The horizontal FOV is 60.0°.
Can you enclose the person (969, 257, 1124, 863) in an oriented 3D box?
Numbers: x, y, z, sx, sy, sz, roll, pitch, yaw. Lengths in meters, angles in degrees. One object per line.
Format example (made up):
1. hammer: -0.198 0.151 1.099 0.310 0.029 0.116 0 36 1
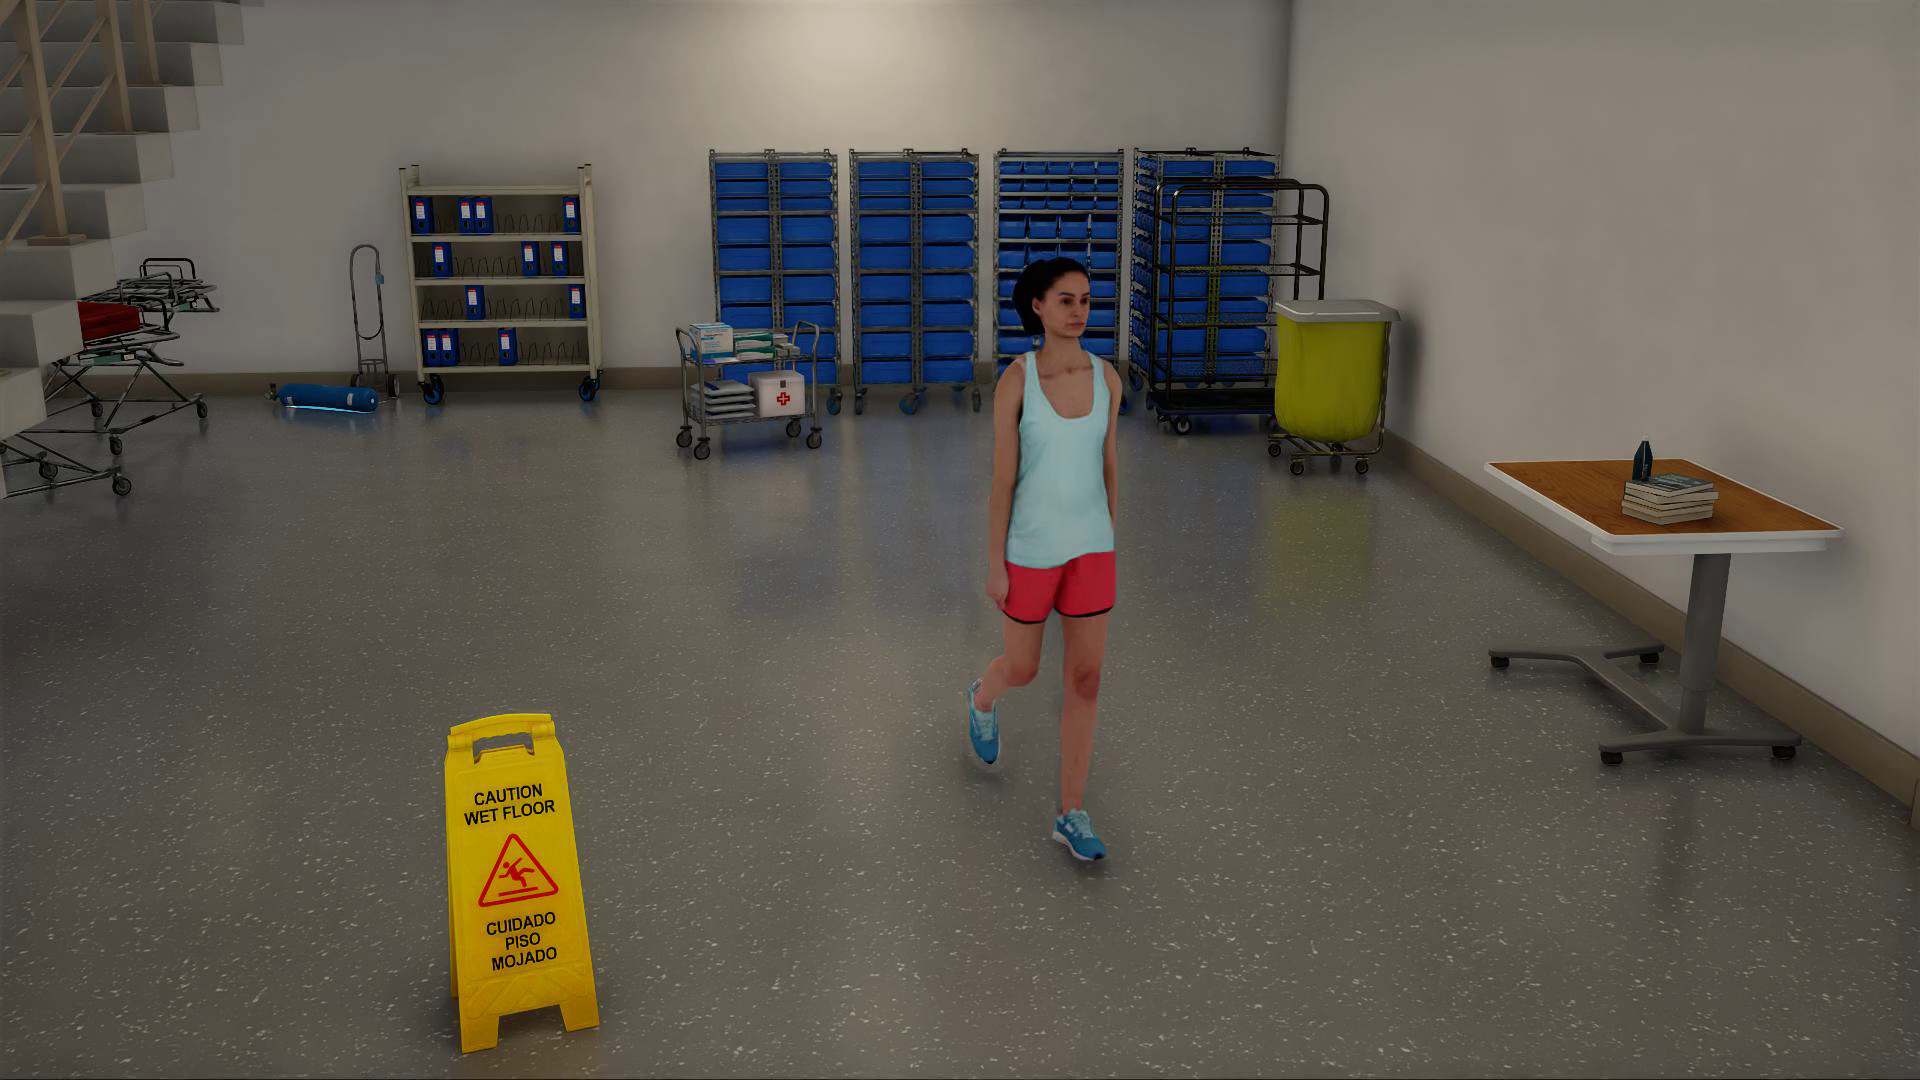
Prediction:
1. person: 0.241 0.037 5.000 0.796 1.748 1.140 -6 17 -21
